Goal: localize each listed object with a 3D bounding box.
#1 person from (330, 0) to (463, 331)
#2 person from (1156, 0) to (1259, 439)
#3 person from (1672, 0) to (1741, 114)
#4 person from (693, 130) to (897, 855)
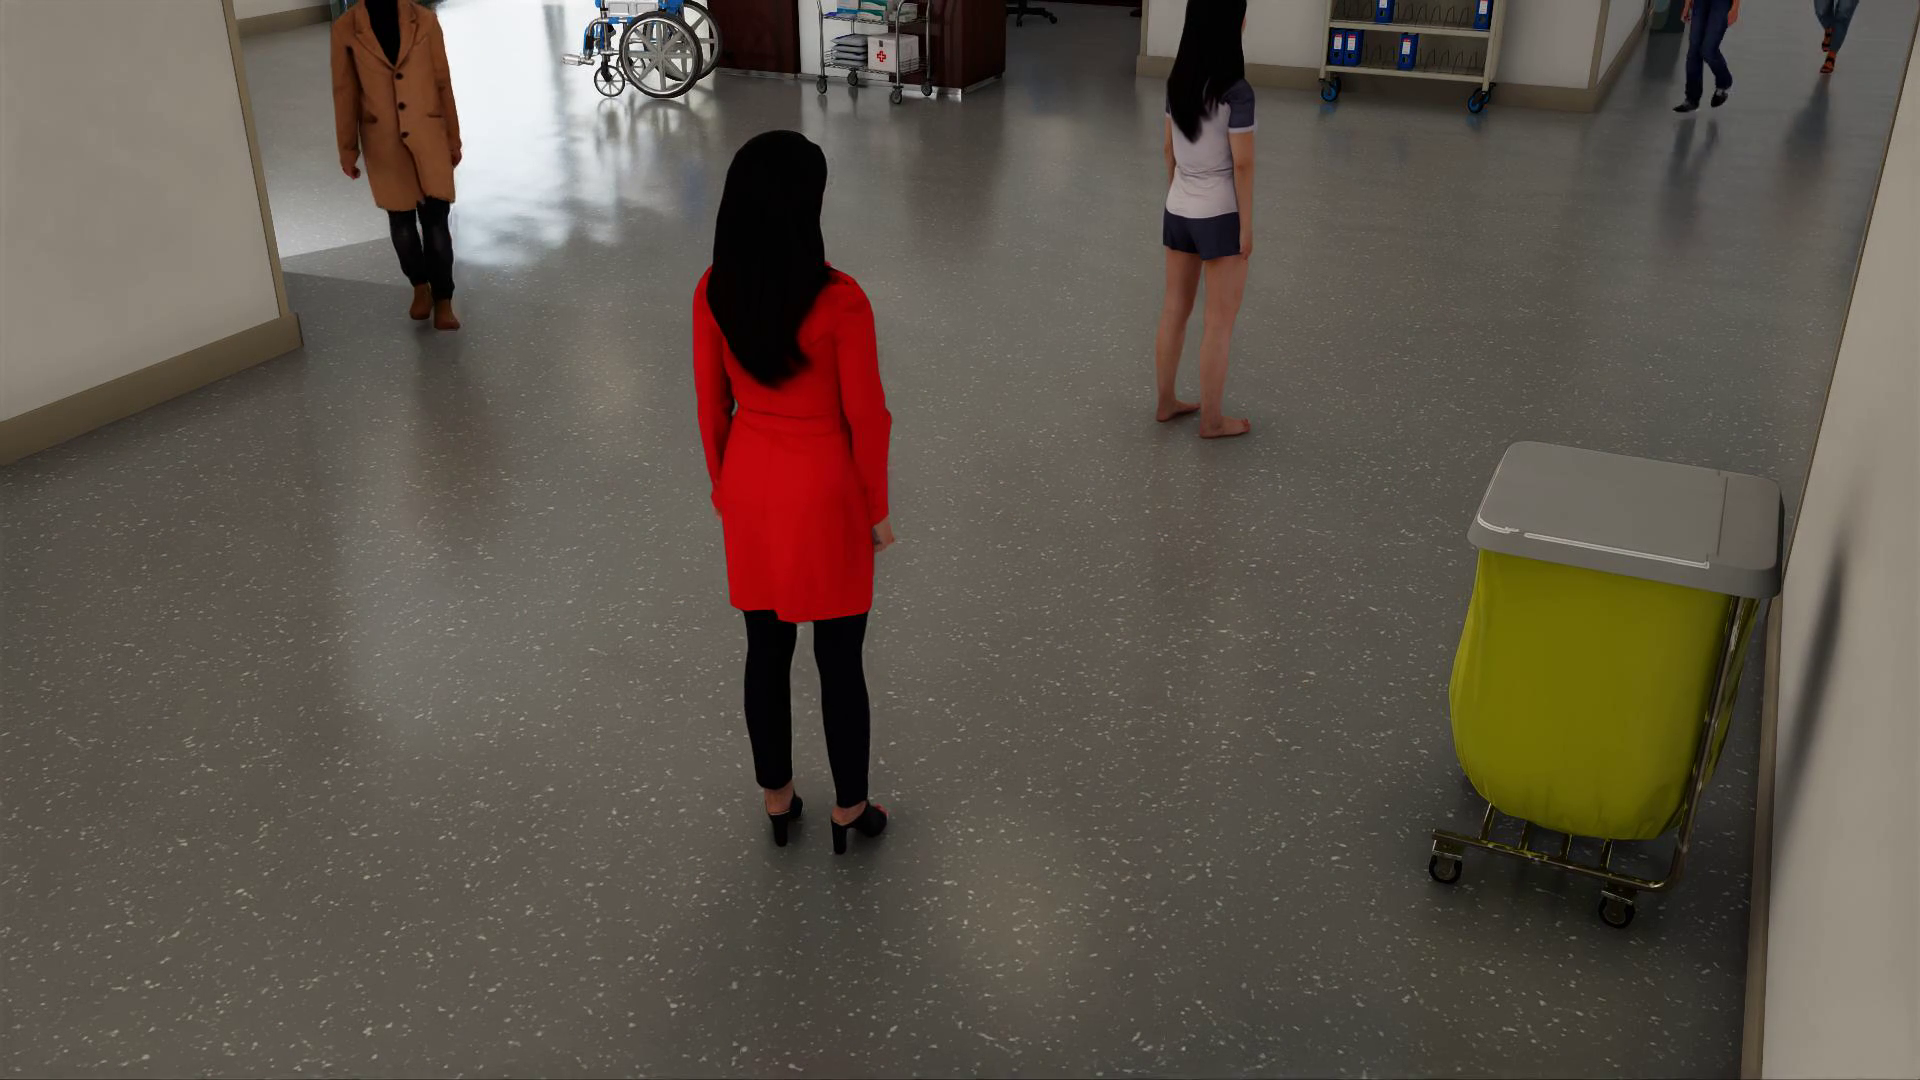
[{"bbox_3d":[-2.487,-1.814,7.442,1.016,1.704,1.046,-6,26,-13],"label":"person"},{"bbox_3d":[0.930,-1.235,6.288,0.736,1.706,0.623,-18,31,-32],"label":"person"},{"bbox_3d":[5.422,-3.841,11.872,0.777,1.549,0.744,-15,29,-28],"label":"person"},{"bbox_3d":[-0.371,-0.058,3.799,0.564,1.747,0.684,9,27,18],"label":"person"}]
